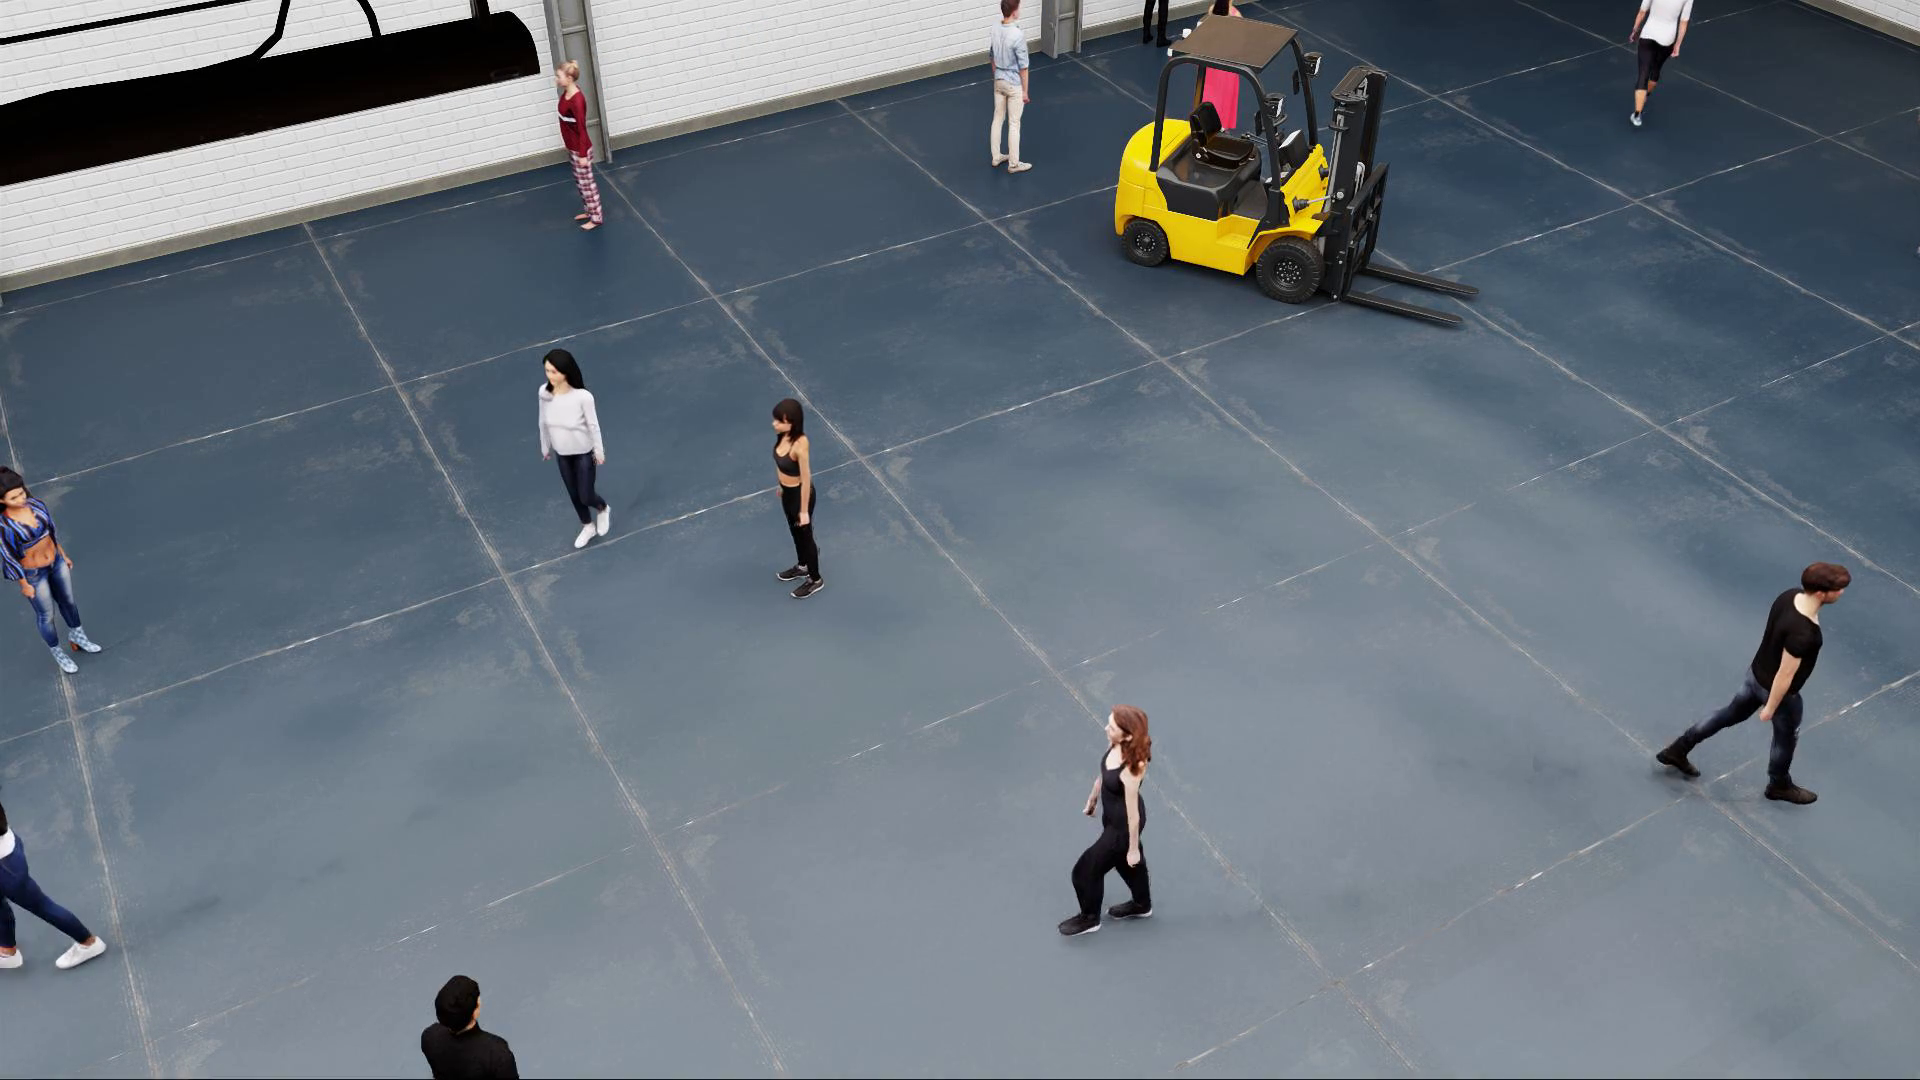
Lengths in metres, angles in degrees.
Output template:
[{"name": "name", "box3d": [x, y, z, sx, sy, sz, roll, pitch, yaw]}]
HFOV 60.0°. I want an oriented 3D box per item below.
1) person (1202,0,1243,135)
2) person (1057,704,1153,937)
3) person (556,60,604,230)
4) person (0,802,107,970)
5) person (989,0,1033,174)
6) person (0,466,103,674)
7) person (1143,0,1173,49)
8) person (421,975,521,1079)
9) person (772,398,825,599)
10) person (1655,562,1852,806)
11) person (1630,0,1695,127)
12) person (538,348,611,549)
[{"name": "person", "box3d": [2.808, -5.173, 17.862, 0.694, 1.725, 0.688, 27, 46, 29]}, {"name": "person", "box3d": [1.007, 1.580, 9.407, 0.928, 1.725, 0.803, -5, 39, -6]}, {"name": "person", "box3d": [-3.721, -3.863, 16.244, 0.509, 1.697, 0.630, -17, 42, -20]}, {"name": "person", "box3d": [-5.166, 1.757, 9.164, 0.933, 1.751, 0.651, -18, 42, -21]}, {"name": "person", "box3d": [0.505, -4.721, 17.198, 0.628, 1.848, 0.701, -30, 48, -32]}, {"name": "person", "box3d": [-6.199, 0.195, 11.226, 0.760, 1.617, 0.679, 13, 41, 16]}, {"name": "person", "box3d": [2.385, -6.768, 19.864, 0.760, 1.719, 0.721, 27, 46, 30]}, {"name": "person", "box3d": [-2.308, 2.748, 7.959, 0.961, 1.706, 1.039, 12, 40, 14]}, {"name": "person", "box3d": [-1.154, -0.321, 11.851, 0.473, 1.645, 0.571, -17, 42, -20]}, {"name": "person", "box3d": [4.896, 0.854, 10.202, 1.278, 1.866, 1.146, 6, 39, 7]}, {"name": "person", "box3d": [7.576, -5.401, 18.083, 1.170, 1.806, 1.271, 12, 40, 14]}, {"name": "person", "box3d": [-2.801, -0.706, 12.297, 0.769, 1.689, 0.822, 12, 40, 15]}]
